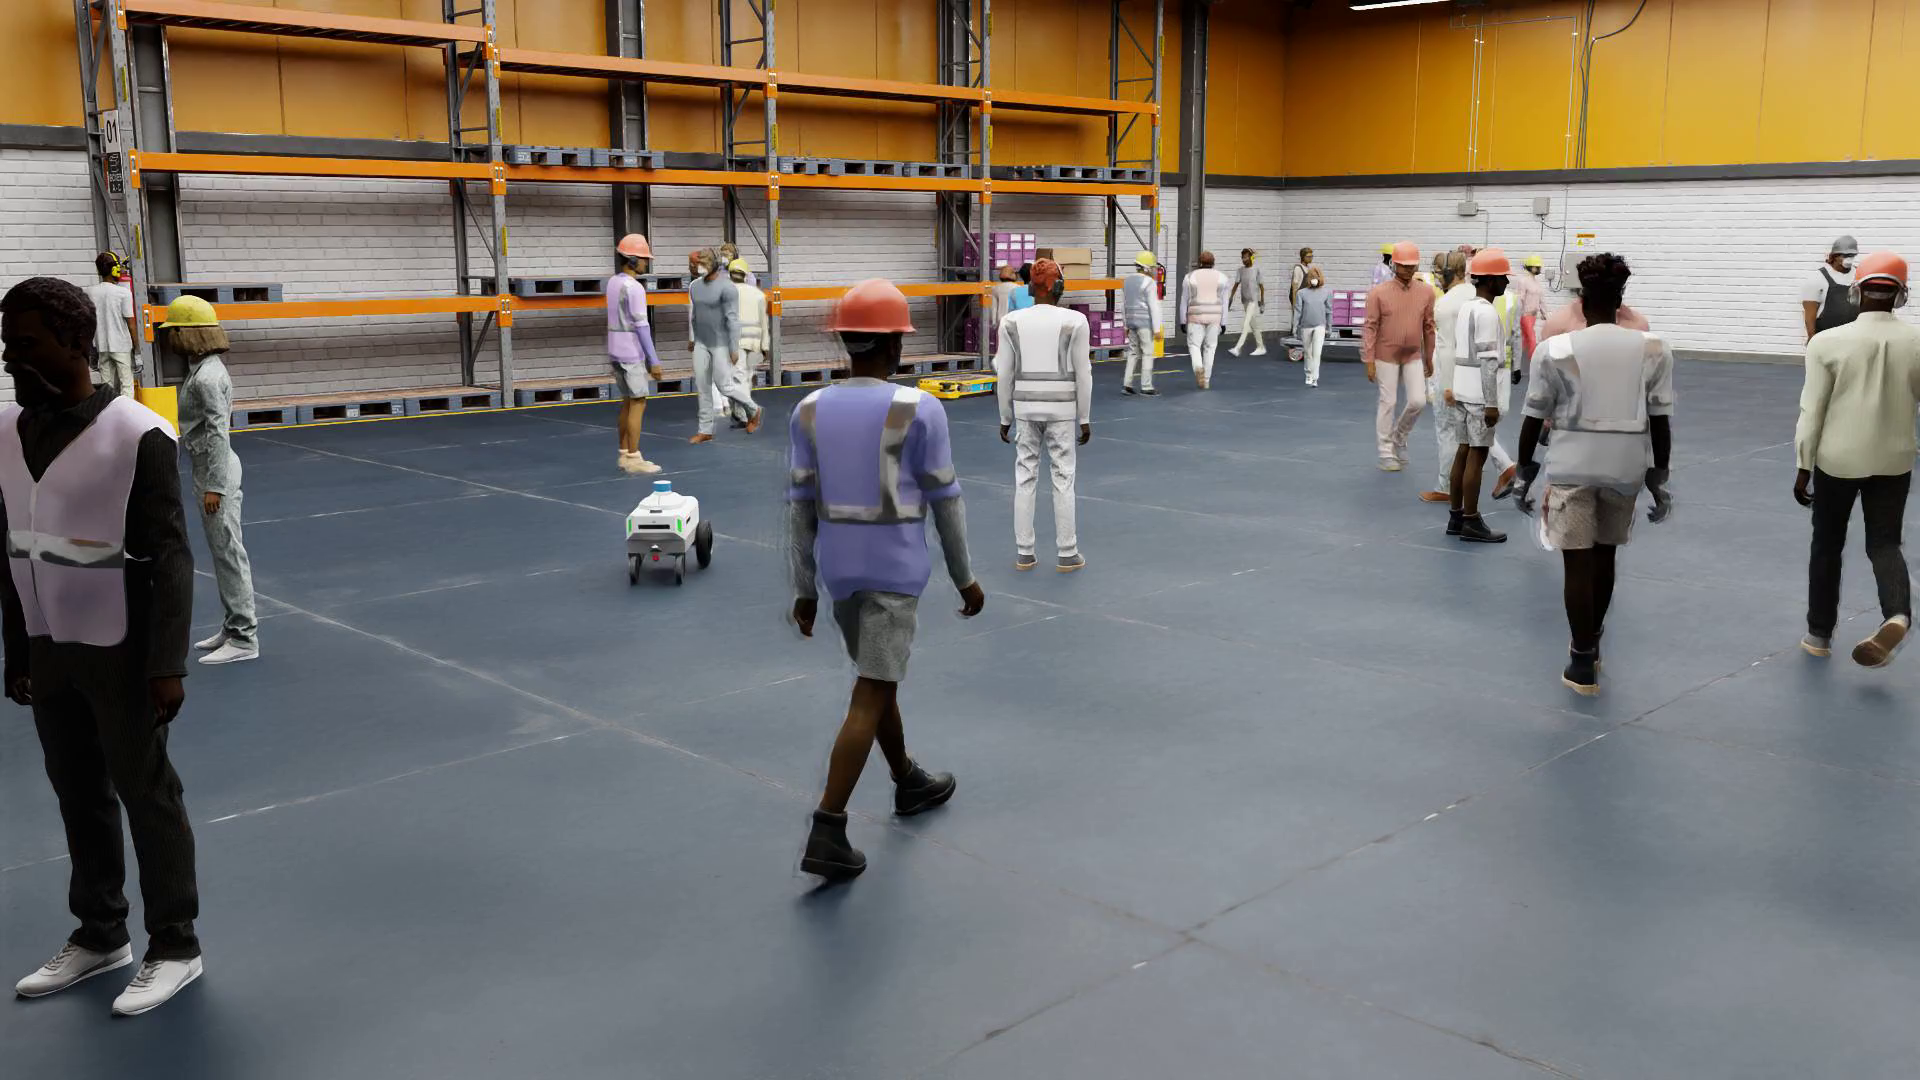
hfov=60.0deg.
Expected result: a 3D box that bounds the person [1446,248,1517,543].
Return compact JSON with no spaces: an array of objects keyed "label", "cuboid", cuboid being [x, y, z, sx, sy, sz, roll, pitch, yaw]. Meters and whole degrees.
[{"label":"person","cuboid":[3.464,-0.958,11.043,0.362,1.939,0.542,0,10,-1]}]

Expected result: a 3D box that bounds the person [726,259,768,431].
[{"label":"person","cuboid":[-2.354,-2.048,17.457,0.630,1.774,0.872,-9,14,-41]}]

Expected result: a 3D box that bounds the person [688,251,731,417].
[{"label":"person","cuboid":[-2.814,-2.282,18.514,0.354,1.850,0.655,4,11,19]}]

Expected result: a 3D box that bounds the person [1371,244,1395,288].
[{"label":"person","cuboid":[7.115,-3.979,27.684,0.955,1.870,0.591,9,14,40]}]

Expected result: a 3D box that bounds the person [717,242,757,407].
[{"label":"person","cuboid":[-2.672,-2.511,19.518,0.630,1.940,0.372,6,12,28]}]

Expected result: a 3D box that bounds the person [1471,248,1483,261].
[{"label":"person","cuboid":[8.305,-3.712,26.401,0.884,1.823,0.524,5,12,25]}]

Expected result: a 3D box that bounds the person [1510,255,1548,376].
[{"label":"person","cuboid":[8.193,-3.169,23.658,0.545,1.731,0.839,-9,14,-41]}]

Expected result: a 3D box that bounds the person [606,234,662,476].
[{"label":"person","cuboid":[-2.760,-1.558,14.053,0.401,2.033,0.632,-6,12,-31]}]

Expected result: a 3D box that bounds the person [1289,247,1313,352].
[{"label":"person","cuboid":[5.825,-4.099,28.507,0.466,1.818,0.543,7,12,33]}]

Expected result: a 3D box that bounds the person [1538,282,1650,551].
[{"label":"person","cuboid":[3.778,-0.750,10.025,0.667,1.891,0.648,0,10,1]}]

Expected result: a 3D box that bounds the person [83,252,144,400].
[{"label":"person","cuboid":[-7.871,-1.740,15.498,0.538,1.869,0.313,1,10,7]}]

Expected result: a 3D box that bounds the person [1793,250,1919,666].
[{"label":"person","cuboid":[4.244,-0.355,7.717,0.654,1.959,0.849,2,11,13]}]

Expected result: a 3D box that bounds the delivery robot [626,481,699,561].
[{"label":"delivery robot","cuboid":[-1.772,-0.110,9.940,0.477,0.478,0.707,0,10,-1]}]

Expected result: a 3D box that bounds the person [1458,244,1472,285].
[{"label":"person","cuboid":[8.392,-3.938,27.462,0.653,1.879,0.532,-1,10,-4]}]

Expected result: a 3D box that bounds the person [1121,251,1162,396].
[{"label":"person","cuboid":[2.295,-2.702,20.930,0.413,1.821,0.623,-7,13,-34]}]

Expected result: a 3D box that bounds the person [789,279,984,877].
[{"label":"person","cuboid":[-0.290,0.106,5.415,0.563,1.894,1.013,6,12,31]}]

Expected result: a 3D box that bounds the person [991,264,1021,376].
[{"label":"person","cuboid":[0.640,-3.150,23.893,0.504,1.610,0.674,9,14,40]}]

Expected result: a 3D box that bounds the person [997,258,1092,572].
[{"label":"person","cuboid":[0.514,-0.746,10.034,0.574,1.886,0.360,3,11,18]}]

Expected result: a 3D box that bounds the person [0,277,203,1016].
[{"label":"person","cuboid":[-2.263,0.278,4.364,0.597,1.917,0.375,4,11,21]}]

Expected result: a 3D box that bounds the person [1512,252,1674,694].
[{"label":"person","cuboid":[2.837,-0.320,7.553,0.641,1.936,0.818,1,10,4]}]

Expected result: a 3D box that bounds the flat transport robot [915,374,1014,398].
[{"label":"flat transport robot","cuboid":[0.017,-1.958,21.052,0.652,0.197,1.431,7,13,35]}]

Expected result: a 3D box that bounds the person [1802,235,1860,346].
[{"label":"person","cuboid":[9.241,-2.196,17.519,0.714,2.000,0.536,0,10,0]}]

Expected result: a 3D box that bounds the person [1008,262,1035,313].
[{"label":"person","cuboid":[0.845,-2.557,20.414,0.541,1.686,0.365,5,12,26]}]

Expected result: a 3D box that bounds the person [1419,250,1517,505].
[{"label":"person","cuboid":[3.806,-1.183,12.354,0.645,1.914,0.682,-9,14,-41]}]

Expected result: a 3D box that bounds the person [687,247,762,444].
[{"label":"person","cuboid":[-2.329,-1.904,16.290,0.639,1.919,0.770,9,13,39]}]

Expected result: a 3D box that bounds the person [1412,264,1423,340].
[{"label":"person","cuboid":[7.471,-3.845,27.513,0.577,1.658,0.732,-1,10,-4]}]

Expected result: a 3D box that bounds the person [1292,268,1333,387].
[{"label":"person","cuboid":[4.743,-2.863,22.396,0.519,1.586,0.872,2,11,13]}]

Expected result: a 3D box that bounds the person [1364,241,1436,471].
[{"label":"person","cuboid":[3.777,-1.558,14.232,0.683,1.967,0.479,-2,11,-9]}]

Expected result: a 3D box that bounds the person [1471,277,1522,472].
[{"label":"person","cuboid":[4.539,-1.521,14.452,0.638,1.816,0.730,1,10,4]}]

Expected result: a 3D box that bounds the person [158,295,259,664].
[{"label":"person","cuboid":[-3.571,-0.284,7.903,0.321,1.742,0.492,-5,12,-26]}]

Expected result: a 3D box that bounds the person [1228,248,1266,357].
[{"label":"person","cuboid":[4.807,-3.963,27.814,1.006,1.805,0.541,-8,13,-39]}]

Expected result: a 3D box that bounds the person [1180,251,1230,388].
[{"label":"person","cuboid":[3.220,-2.889,21.887,0.635,1.823,0.660,0,10,1]}]

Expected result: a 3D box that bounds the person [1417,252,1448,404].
[{"label":"person","cuboid":[5.786,-2.526,19.928,0.659,1.816,0.717,-3,11,-15]}]
